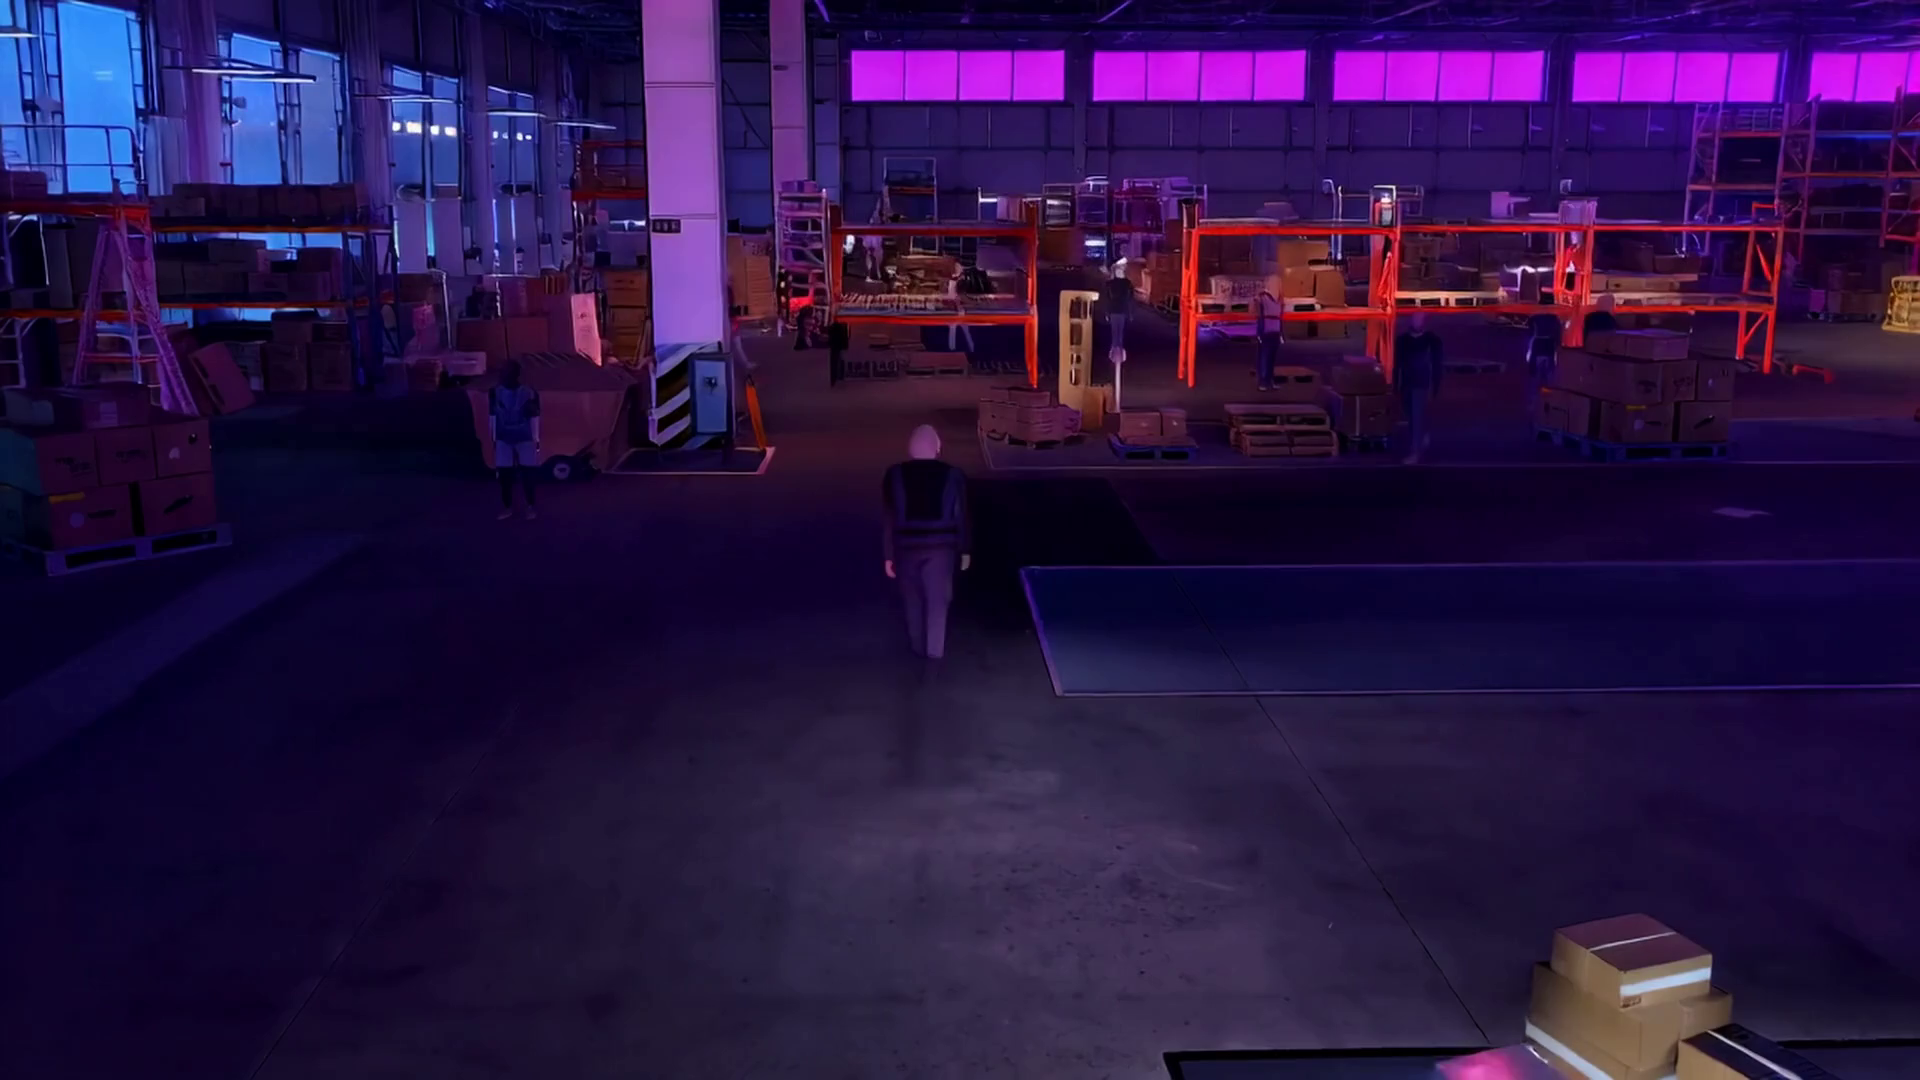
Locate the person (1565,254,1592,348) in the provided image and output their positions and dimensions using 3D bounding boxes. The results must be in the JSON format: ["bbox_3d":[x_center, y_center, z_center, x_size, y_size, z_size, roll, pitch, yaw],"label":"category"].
[{"bbox_3d":[12.283,-4.729,33.169,0.610,1.956,0.386,-6,14,-26],"label":"person"}]

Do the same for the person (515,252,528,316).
[{"bbox_3d":[-10.728,-6.242,40.755,0.313,1.633,0.522,-6,14,-24],"label":"person"}]

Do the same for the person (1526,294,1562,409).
[{"bbox_3d":[8.816,-2.840,25.132,0.492,1.742,0.320,5,13,21],"label":"person"}]

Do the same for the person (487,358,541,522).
[{"bbox_3d":[-4.561,-1.019,17.016,0.540,1.696,0.315,0,12,2],"label":"person"}]

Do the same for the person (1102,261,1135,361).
[{"bbox_3d":[3.049,-4.372,31.754,0.586,1.865,1.029,4,13,17],"label":"person"}]

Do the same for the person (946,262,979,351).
[{"bbox_3d":[0.037,-4.610,33.002,0.530,1.797,0.931,8,15,32],"label":"person"}]

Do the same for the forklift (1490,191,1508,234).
[{"bbox_3d":[20.312,-11.776,62.890,1.873,2.768,1.129,0,12,-2],"label":"forklift"}]

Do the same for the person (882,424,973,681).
[{"bbox_3d":[-0.233,0.077,11.836,0.637,1.806,0.931,0,12,1],"label":"person"}]

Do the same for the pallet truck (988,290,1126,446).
[{"bbox_3d":[1.257,-2.299,22.111,1.885,1.965,0.823,-9,15,-35],"label":"pallet truck"}]

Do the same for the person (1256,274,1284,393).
[{"bbox_3d":[5.037,-3.359,27.079,0.593,1.920,0.391,-10,16,-39],"label":"person"}]

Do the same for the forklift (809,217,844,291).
[{"bbox_3d":[-4.375,-8.619,48.637,1.873,2.768,1.129,0,12,-2],"label":"forklift"}]

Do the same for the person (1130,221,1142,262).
[{"bbox_3d":[5.874,-9.805,56.182,0.565,1.917,0.551,-5,13,-21],"label":"person"}]

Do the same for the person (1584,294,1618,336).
[{"bbox_3d":[8.880,-2.479,23.172,1.014,1.894,0.639,-5,13,-21],"label":"person"}]

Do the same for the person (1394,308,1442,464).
[{"bbox_3d":[5.676,-1.912,20.552,0.663,1.914,0.662,-11,17,-41],"label":"person"}]

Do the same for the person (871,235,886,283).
[{"bbox_3d":[-2.614,-9.220,53.651,0.539,1.871,0.604,9,15,36],"label":"person"}]

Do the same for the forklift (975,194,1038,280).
[{"bbox_3d":[1.522,-10.149,55.546,1.873,2.768,1.129,-7,14,-30],"label":"forklift"}]

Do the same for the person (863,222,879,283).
[{"bbox_3d":[-2.837,-9.283,53.774,0.636,1.938,0.358,-6,14,-25],"label":"person"}]

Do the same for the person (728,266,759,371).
[{"bbox_3d":[-4.099,-3.942,29.768,0.937,1.886,0.544,-11,16,-40],"label":"person"}]

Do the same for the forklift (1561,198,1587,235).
[{"bbox_3d":[17.204,-8.212,46.797,1.873,2.768,1.129,0,12,-2],"label":"forklift"}]
